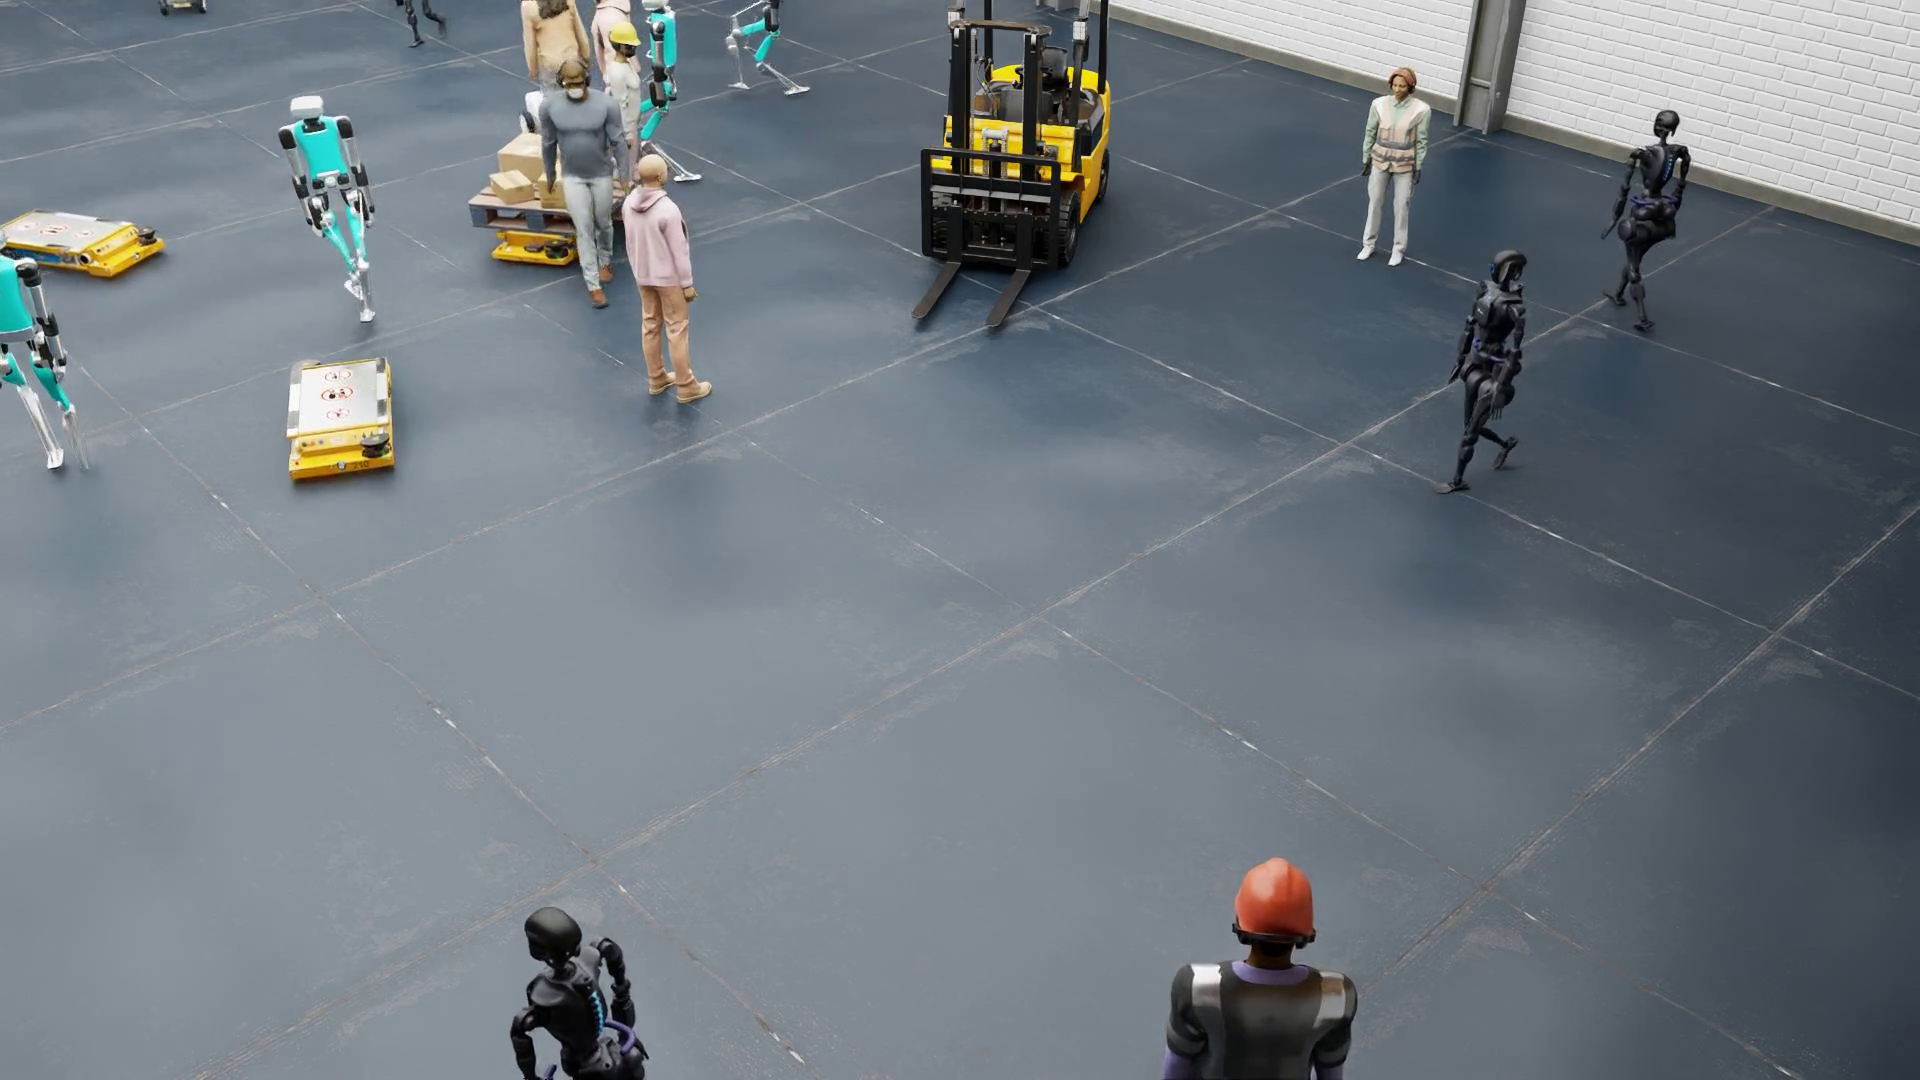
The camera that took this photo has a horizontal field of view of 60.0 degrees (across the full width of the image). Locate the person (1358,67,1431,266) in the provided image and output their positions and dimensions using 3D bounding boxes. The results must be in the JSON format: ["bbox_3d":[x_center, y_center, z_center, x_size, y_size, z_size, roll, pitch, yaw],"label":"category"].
[{"bbox_3d":[3.547,-3.067,13.635,0.519,1.633,0.316,16,36,23],"label":"person"}]

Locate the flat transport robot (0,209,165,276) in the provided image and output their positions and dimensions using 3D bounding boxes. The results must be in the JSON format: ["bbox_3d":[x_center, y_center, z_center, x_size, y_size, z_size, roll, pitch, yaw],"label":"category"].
[{"bbox_3d":[-7.539,-2.508,14.027,1.431,0.231,0.659,10,34,15],"label":"flat transport robot"}]

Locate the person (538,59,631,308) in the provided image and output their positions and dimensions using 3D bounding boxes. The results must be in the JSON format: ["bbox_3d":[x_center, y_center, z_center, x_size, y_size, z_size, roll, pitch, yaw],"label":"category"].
[{"bbox_3d":[-2.927,-2.840,13.058,0.671,1.899,0.826,-7,34,-10],"label":"person"}]

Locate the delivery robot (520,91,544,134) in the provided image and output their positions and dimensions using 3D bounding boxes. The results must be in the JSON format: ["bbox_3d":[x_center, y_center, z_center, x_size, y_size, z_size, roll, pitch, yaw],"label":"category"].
[{"bbox_3d":[-3.979,-4.160,16.297,0.499,0.587,0.788,-19,37,-26],"label":"delivery robot"}]

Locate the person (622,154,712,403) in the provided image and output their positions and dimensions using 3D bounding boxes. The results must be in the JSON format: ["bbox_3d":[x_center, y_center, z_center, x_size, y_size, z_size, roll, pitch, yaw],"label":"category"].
[{"bbox_3d":[-2.077,-1.801,11.551,0.523,1.784,0.407,21,38,28],"label":"person"}]

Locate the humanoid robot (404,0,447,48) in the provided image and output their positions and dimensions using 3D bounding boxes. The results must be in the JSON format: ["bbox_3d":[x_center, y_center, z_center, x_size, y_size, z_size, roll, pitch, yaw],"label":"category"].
[{"bbox_3d":[-6.167,-6.455,18.806,0.591,1.640,0.534,9,34,13],"label":"humanoid robot"}]

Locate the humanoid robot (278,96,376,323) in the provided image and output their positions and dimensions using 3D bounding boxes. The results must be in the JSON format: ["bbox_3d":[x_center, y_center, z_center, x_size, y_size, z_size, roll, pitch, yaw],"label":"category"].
[{"bbox_3d":[-4.712,-2.434,12.578,0.586,1.741,0.989,-11,35,-17],"label":"humanoid robot"}]

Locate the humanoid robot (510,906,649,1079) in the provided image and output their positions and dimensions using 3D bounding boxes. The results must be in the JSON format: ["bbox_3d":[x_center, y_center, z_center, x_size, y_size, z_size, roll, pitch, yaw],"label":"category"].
[{"bbox_3d":[-1.362,1.919,5.934,0.567,1.642,0.608,17,37,24],"label":"humanoid robot"}]

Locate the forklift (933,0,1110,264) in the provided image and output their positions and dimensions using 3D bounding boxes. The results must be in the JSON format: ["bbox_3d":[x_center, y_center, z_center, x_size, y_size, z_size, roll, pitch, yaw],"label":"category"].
[{"bbox_3d":[0.570,-3.725,14.138,1.214,2.155,2.313,9,34,13],"label":"forklift"}]

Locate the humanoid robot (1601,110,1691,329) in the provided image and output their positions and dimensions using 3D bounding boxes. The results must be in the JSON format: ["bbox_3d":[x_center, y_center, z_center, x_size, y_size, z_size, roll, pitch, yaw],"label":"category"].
[{"bbox_3d":[5.266,-2.449,12.707,0.598,1.640,0.781,-7,34,-11],"label":"humanoid robot"}]

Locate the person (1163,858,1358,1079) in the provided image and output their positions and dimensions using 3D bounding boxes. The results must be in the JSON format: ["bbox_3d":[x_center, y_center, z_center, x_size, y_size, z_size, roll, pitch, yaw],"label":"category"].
[{"bbox_3d":[0.977,1.888,5.663,0.598,2.035,0.398,1,33,1],"label":"person"}]

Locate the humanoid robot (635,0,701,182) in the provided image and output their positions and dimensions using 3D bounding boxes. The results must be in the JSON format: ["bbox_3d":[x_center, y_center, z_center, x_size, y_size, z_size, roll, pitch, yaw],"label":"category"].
[{"bbox_3d":[-2.861,-4.089,15.126,0.893,1.780,0.564,2,33,3],"label":"humanoid robot"}]

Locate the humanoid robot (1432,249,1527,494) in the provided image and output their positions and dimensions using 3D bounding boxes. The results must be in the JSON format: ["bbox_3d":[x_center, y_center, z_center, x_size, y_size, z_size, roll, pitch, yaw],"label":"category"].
[{"bbox_3d":[3.406,-1.079,10.562,0.688,1.638,0.587,-10,34,-15],"label":"humanoid robot"}]

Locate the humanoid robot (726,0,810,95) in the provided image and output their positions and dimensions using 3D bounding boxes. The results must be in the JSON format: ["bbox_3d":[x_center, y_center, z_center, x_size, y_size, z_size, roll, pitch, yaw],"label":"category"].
[{"bbox_3d":[-2.124,-5.370,17.127,1.036,1.765,0.543,-3,33,-5],"label":"humanoid robot"}]

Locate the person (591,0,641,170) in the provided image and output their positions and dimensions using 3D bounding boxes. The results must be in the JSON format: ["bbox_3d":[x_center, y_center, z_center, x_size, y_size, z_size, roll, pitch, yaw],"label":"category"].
[{"bbox_3d":[-3.150,-4.303,15.323,0.420,1.864,0.806,-2,33,-3],"label":"person"}]

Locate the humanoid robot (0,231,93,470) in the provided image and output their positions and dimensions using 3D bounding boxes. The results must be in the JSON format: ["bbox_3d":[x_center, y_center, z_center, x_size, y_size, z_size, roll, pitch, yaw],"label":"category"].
[{"bbox_3d":[-6.007,-1.179,10.726,0.538,1.881,0.730,-10,34,-16],"label":"humanoid robot"}]

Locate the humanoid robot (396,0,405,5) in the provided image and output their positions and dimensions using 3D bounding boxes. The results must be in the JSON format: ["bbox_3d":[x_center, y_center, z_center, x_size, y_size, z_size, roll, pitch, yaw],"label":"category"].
[{"bbox_3d":[-6.866,-7.458,20.340,0.550,1.822,0.891,-1,33,-1],"label":"humanoid robot"}]

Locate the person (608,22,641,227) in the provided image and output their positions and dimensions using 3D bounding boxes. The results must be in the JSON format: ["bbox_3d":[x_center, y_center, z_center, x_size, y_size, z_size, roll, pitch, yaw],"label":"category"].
[{"bbox_3d":[-2.825,-3.559,14.273,0.328,1.763,0.526,-2,33,-3],"label":"person"}]

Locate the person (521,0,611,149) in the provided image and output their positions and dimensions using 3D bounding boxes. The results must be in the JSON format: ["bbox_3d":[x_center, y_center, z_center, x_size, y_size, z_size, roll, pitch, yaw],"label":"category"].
[{"bbox_3d":[-3.721,-4.556,15.746,0.776,1.851,0.372,-18,37,-25],"label":"person"}]

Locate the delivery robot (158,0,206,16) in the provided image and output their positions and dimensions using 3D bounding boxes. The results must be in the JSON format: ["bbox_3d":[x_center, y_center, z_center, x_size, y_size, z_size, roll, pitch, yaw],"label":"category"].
[{"bbox_3d":[-9.480,-6.713,20.226,0.499,0.592,0.792,-10,34,-15],"label":"delivery robot"}]

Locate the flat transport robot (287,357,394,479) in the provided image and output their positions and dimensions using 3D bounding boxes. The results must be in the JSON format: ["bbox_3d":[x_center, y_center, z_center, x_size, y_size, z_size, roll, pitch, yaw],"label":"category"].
[{"bbox_3d":[-4.288,-0.882,11.528,0.659,0.231,1.431,-9,34,-14],"label":"flat transport robot"}]

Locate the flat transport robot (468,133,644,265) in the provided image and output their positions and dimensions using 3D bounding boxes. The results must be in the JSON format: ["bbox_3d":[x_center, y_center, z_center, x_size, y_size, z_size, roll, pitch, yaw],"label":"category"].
[{"bbox_3d":[-3.436,-2.752,14.403,0.659,0.231,1.431,7,34,11],"label":"flat transport robot"}]
